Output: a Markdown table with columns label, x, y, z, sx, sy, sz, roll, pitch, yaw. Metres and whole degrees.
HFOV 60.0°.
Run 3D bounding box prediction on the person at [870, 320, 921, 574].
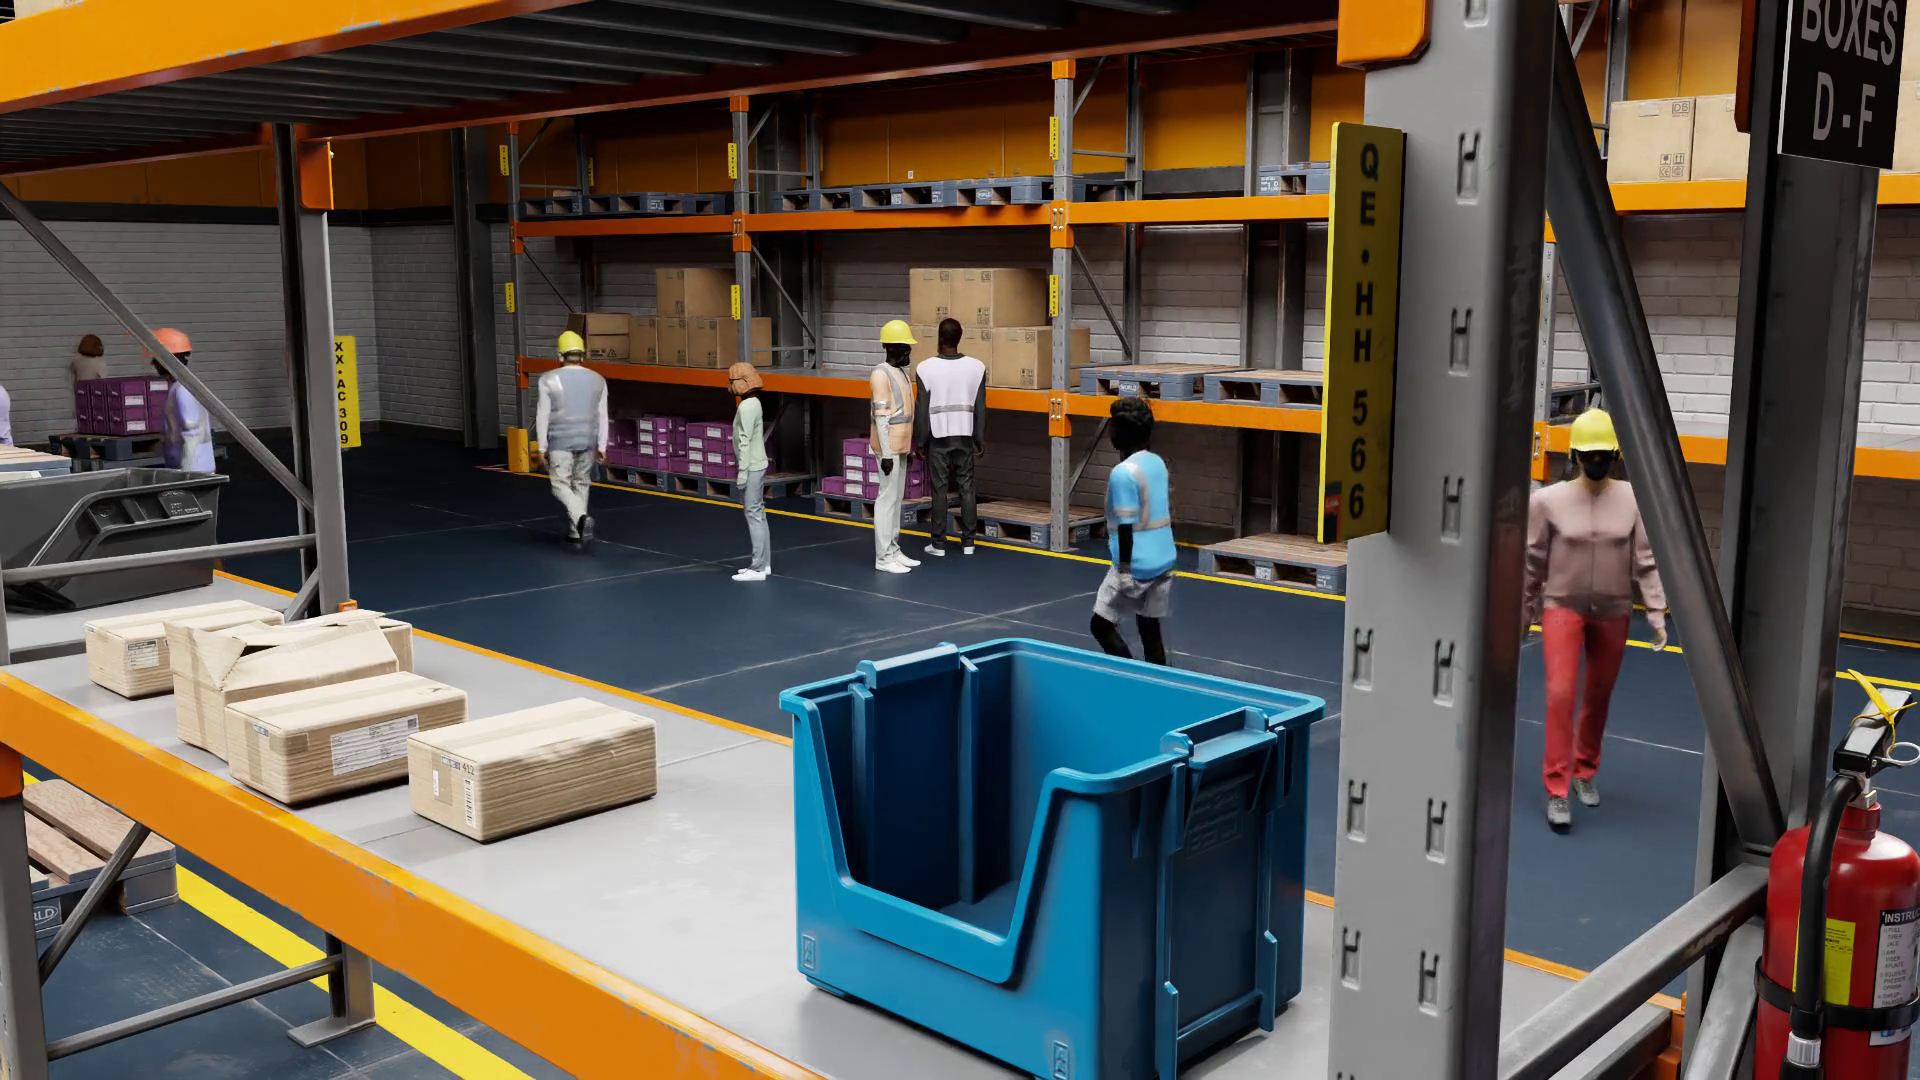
| label | x | y | z | sx | sy | sz | roll | pitch | yaw |
| --- | --- | --- | --- | --- | --- | --- | --- | --- | --- |
| person | -0.495 | -0.715 | 12.744 | 0.369 | 1.927 | 0.587 | 2 | 9 | 13 |

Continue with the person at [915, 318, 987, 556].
| label | x | y | z | sx | sy | sz | roll | pitch | yaw |
| --- | --- | --- | --- | --- | --- | --- | --- | --- | --- |
| person | -0.070 | -0.826 | 13.444 | 0.596 | 1.921 | 0.385 | -3 | 10 | -15 |

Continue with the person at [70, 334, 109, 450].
| label | x | y | z | sx | sy | sz | roll | pitch | yaw |
| --- | --- | --- | --- | --- | --- | --- | --- | --- | --- |
| person | -9.686 | -1.482 | 18.466 | 0.510 | 1.600 | 0.816 | 3 | 10 | 19 |

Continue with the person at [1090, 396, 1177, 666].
| label | x | y | z | sx | sy | sz | roll | pitch | yaw |
| --- | --- | --- | --- | --- | --- | --- | --- | --- | --- |
| person | 0.882 | 0.126 | 8.317 | 0.375 | 1.681 | 0.544 | 6 | 11 | 32 |

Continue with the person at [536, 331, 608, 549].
| label | x | y | z | sx | sy | sz | roll | pitch | yaw |
| --- | --- | --- | --- | --- | --- | --- | --- | --- | --- |
| person | -3.151 | -0.801 | 13.614 | 0.600 | 1.816 | 0.694 | -7 | 11 | -36 |

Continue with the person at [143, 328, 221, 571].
| label | x | y | z | sx | sy | sz | roll | pitch | yaw |
| --- | --- | --- | --- | --- | --- | --- | --- | --- | --- |
| person | -5.255 | -0.474 | 11.277 | 0.372 | 1.934 | 0.550 | -5 | 11 | -28 |

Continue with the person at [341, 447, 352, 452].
| label | x | y | z | sx | sy | sz | roll | pitch | yaw |
| --- | --- | --- | --- | --- | --- | --- | --- | --- | --- |
| person | -8.046 | -2.074 | 20.899 | 0.594 | 1.983 | 0.645 | -7 | 11 | -35 |

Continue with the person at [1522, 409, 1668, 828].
| label | x | y | z | sx | sy | sz | roll | pitch | yaw |
| --- | --- | --- | --- | --- | --- | --- | --- | --- | --- |
| person | 2.640 | 0.329 | 6.941 | 0.543 | 1.733 | 0.809 | 1 | 9 | 9 |

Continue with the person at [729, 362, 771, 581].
| label | x | y | z | sx | sy | sz | roll | pitch | yaw |
| --- | --- | --- | --- | --- | --- | --- | --- | --- | --- |
| person | -1.572 | -0.509 | 12.412 | 0.282 | 1.624 | 0.494 | 0 | 9 | -2 |

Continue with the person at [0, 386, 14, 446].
| label | x | y | z | sx | sy | sz | roll | pitch | yaw |
| --- | --- | --- | --- | --- | --- | --- | --- | --- | --- |
| person | -6.130 | -0.307 | 10.209 | 0.636 | 1.936 | 0.355 | -9 | 13 | -43 |
